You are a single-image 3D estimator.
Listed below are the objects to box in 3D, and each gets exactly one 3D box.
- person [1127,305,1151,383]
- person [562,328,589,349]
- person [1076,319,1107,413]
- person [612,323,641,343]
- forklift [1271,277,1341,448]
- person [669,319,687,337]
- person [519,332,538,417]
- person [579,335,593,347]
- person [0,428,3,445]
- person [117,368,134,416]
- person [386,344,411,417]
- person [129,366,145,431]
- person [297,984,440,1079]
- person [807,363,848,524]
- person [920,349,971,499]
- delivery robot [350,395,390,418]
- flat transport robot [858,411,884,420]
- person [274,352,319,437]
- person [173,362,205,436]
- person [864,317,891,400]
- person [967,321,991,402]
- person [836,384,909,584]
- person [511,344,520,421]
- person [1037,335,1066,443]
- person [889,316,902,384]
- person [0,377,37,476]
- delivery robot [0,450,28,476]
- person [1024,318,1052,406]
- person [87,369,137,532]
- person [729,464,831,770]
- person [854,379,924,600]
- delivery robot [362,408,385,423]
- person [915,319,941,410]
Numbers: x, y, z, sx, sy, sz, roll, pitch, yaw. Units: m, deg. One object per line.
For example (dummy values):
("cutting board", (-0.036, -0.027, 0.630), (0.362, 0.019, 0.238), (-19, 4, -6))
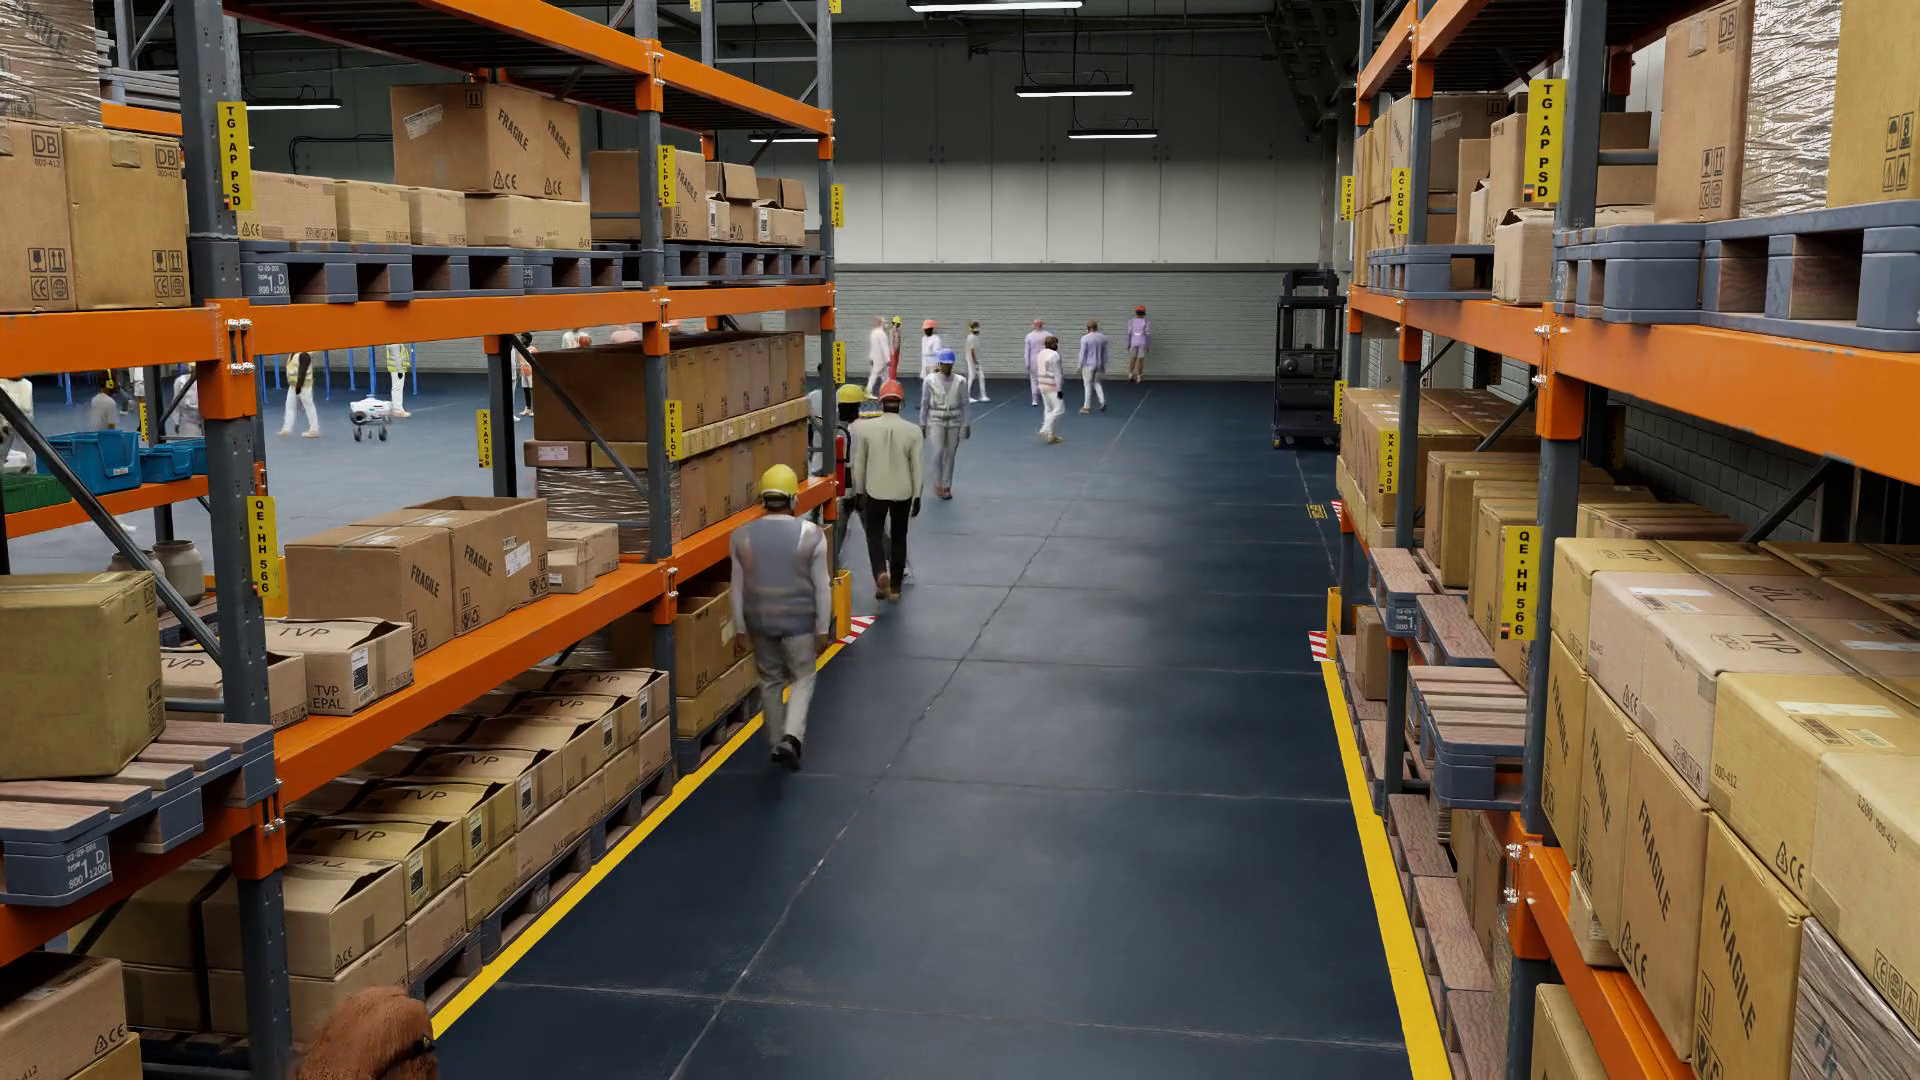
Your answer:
("person", (4.700, -5.128, 43.575), (0.625, 2.012, 0.544), (4, 10, 22))
("person", (-8.470, -3.978, 36.754), (0.619, 1.921, 0.898), (1, 9, 6))
("person", (2.691, -3.568, 34.166), (0.638, 1.935, 0.465), (-7, 11, -36))
("person", (-7.413, -4.002, 37.053), (0.671, 1.873, 0.753), (-2, 9, -13))
("forklift", (5.847, -3.016, 27.970), (1.129, 2.768, 1.873), (1, 9, 9))
("person", (-5.998, -3.751, 35.198), (0.616, 1.970, 0.875), (-1, 9, -8))
("person", (-8.665, -3.328, 33.401), (0.540, 1.695, 0.317), (7, 12, 37))
("person", (-6.117, -2.423, 27.275), (0.448, 1.867, 0.584), (-9, 13, -44))
("person", (-12.177, -1.343, 20.534), (0.621, 1.897, 0.458), (-3, 10, -15))
("person", (-16.834, -3.406, 33.515), (0.604, 1.825, 0.534), (7, 12, 37))
("person", (-11.268, -3.395, 33.381), (0.429, 1.842, 0.626), (-4, 10, -25))
("person", (-14.922, -2.971, 30.449), (0.551, 1.940, 0.349), (-7, 12, -39))
("person", (-1.141, 1.632, 3.154), (0.506, 1.586, 0.854), (6, 11, 31))
("person", (-1.478, -1.064, 18.770), (0.628, 1.910, 0.990), (3, 10, 16))
("person", (-0.161, -1.471, 21.219), (0.644, 1.926, 0.614), (-2, 9, -13))
("delivery robot", (-11.318, -2.545, 31.926), (0.707, 0.478, 0.477), (-4, 10, -24))
("flat transport robot", (-1.992, -2.322, 31.711), (1.431, 0.197, 0.652), (-5, 10, -27))
("person", (-11.662, -2.693, 29.135), (0.637, 1.809, 0.834), (9, 13, 44))
("person", (-10.210, -1.601, 22.410), (0.625, 1.798, 0.855), (-7, 11, -35))
("person", (-1.746, -4.134, 37.895), (1.017, 1.849, 0.680), (-3, 10, -18))
("person", (0.392, -3.947, 36.861), (0.770, 1.813, 0.603), (6, 11, 33))
("person", (-0.957, -0.515, 15.505), (1.013, 1.882, 0.597), (-1, 9, -5))
("person", (-8.756, -3.173, 32.301), (0.314, 1.743, 0.493), (4, 10, 21))
("person", (1.552, -2.555, 28.208), (0.470, 1.834, 0.669), (-5, 10, -26))
("person", (-1.637, -4.820, 42.415), (0.328, 1.760, 0.524), (3, 10, 18))
("person", (-12.804, -1.605, 22.533), (0.970, 1.788, 0.585), (5, 11, 30))
("delivery robot", (-13.100, -1.072, 22.840), (0.477, 0.478, 0.707), (8, 13, 42))
("person", (1.715, -3.839, 35.952), (0.662, 1.890, 0.513), (-1, 9, -7))
("person", (-9.512, -0.976, 18.454), (0.528, 1.851, 0.530), (8, 12, 42))
("person", (-1.042, 0.469, 9.632), (0.594, 1.816, 0.543), (1, 9, 6))
("person", (-0.620, -0.422, 14.635), (0.628, 1.972, 0.689), (0, 9, -2))
("delivery robot", (-10.213, -2.183, 28.897), (0.335, 0.223, 0.698), (-1, 9, -6))
("person", (-0.585, -3.723, 35.187), (0.812, 1.912, 0.551), (-8, 12, -41))
